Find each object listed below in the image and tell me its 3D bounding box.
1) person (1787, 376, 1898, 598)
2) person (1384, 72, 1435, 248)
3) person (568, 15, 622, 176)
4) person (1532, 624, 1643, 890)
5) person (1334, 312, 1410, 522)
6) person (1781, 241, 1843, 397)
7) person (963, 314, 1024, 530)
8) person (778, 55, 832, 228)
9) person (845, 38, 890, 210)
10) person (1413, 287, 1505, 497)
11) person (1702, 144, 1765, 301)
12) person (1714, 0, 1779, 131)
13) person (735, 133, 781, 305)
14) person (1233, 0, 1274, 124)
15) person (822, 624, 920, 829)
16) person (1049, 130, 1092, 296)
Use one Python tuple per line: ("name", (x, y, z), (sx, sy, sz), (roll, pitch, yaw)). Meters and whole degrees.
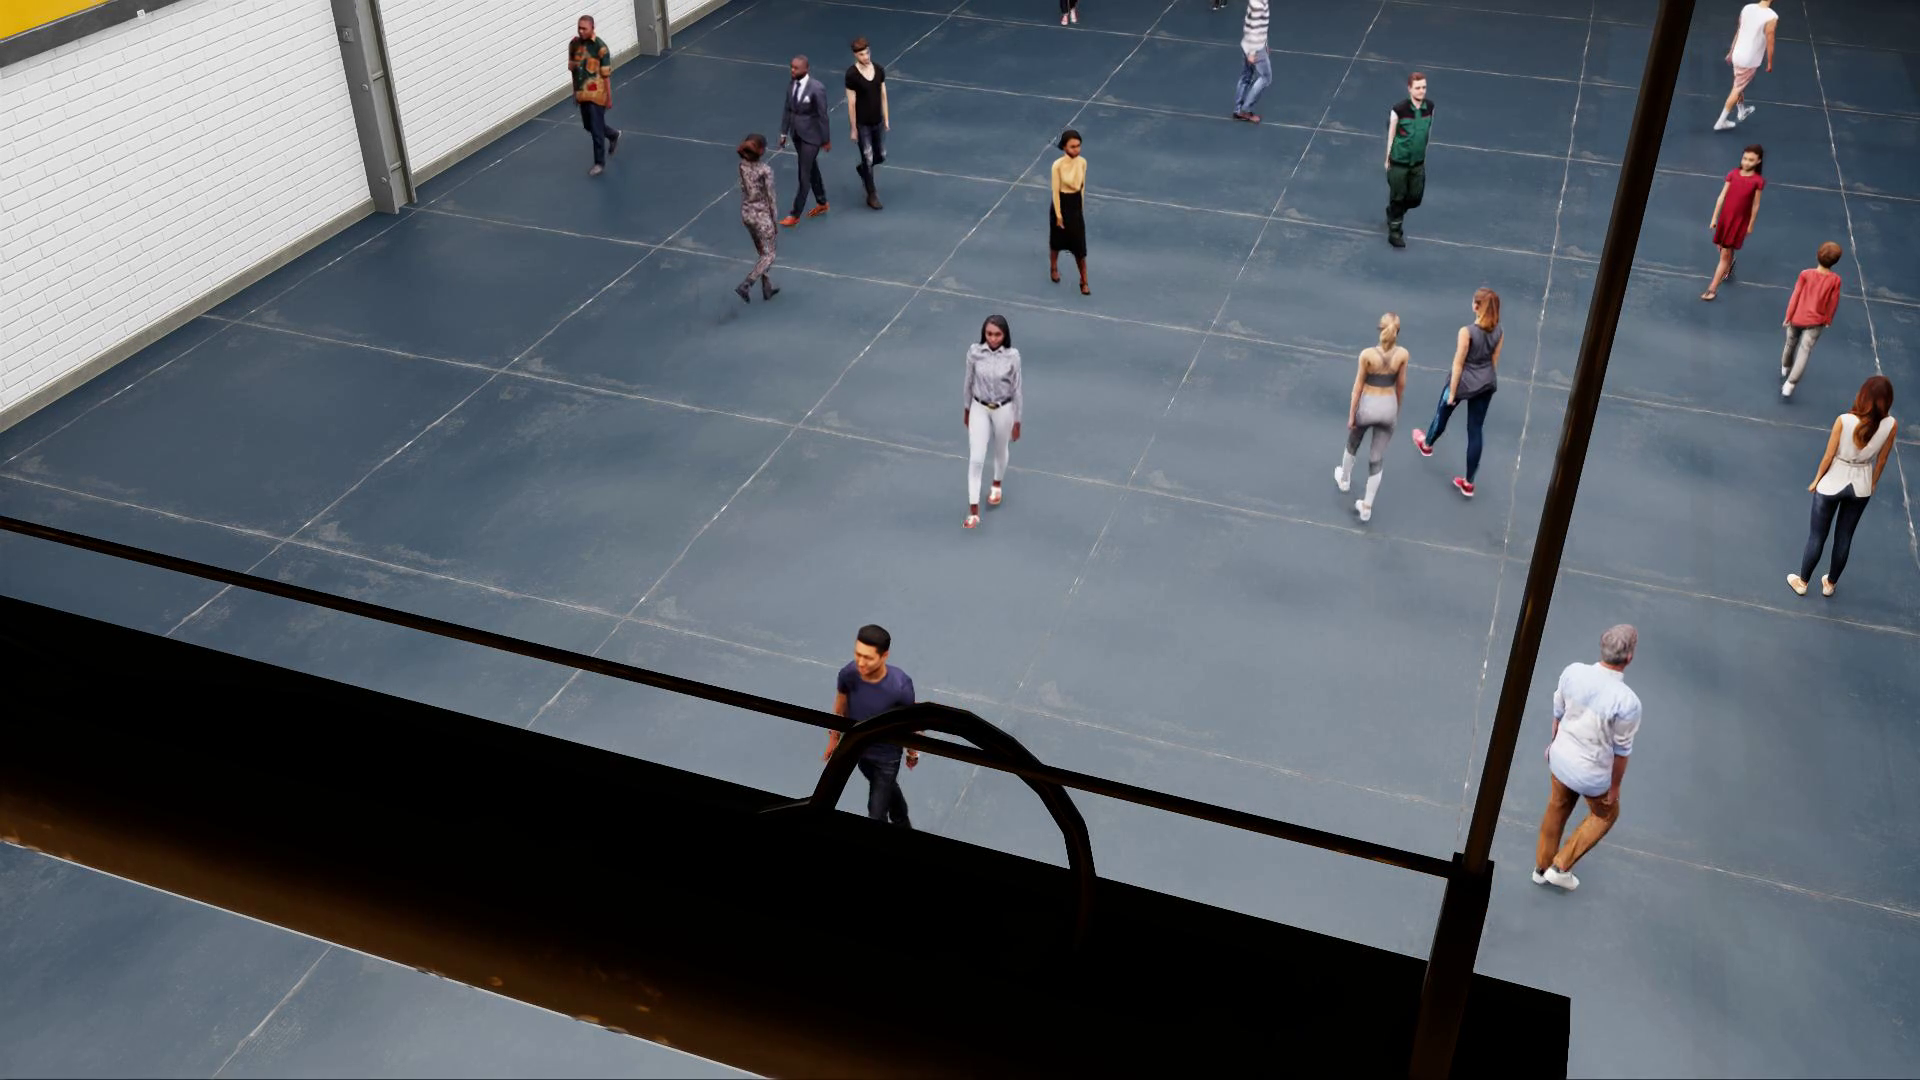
("person", (6.351, -0.368, 11.929), (0.615, 1.783, 0.576), (5, 34, 8))
("person", (4.618, -3.976, 17.311), (0.855, 1.832, 0.940), (-7, 34, -11))
("person", (-4.179, -5.153, 19.122), (0.744, 1.790, 1.009), (15, 36, 21))
("person", (3.487, 1.295, 9.399), (0.869, 1.813, 0.829), (-20, 38, -27))
("person", (3.230, -0.915, 12.847), (0.747, 1.677, 0.980), (2, 34, 3))
("person", (7.453, -1.916, 14.618), (0.635, 1.383, 0.987), (17, 37, 24))
("person", (0.270, -1.005, 12.968), (0.749, 1.694, 1.068), (6, 34, 9))
("person", (-1.585, -4.321, 17.865), (1.163, 1.795, 0.995), (-28, 43, -35))
("person", (-1.063, -4.577, 18.181), (0.976, 1.871, 1.007), (-22, 39, -29))
("person", (4.078, -1.139, 13.175), (0.977, 1.687, 1.173), (-7, 34, -11))
("person", (7.652, -3.174, 16.378), (0.809, 1.531, 1.087), (27, 42, 35))
("person", (9.487, -5.839, 20.185), (1.099, 1.755, 1.039), (-15, 36, -21))
("person", (-1.990, -3.053, 16.044), (0.733, 1.699, 0.981), (23, 40, 31))
("person", (3.519, -6.055, 20.439), (0.801, 1.833, 0.692), (3, 34, 4))
("person", (-0.432, 1.164, 9.651), (0.825, 1.752, 1.133), (21, 39, 29))
("person", (1.006, -3.248, 16.406), (0.949, 1.622, 1.022), (-14, 36, -19))
